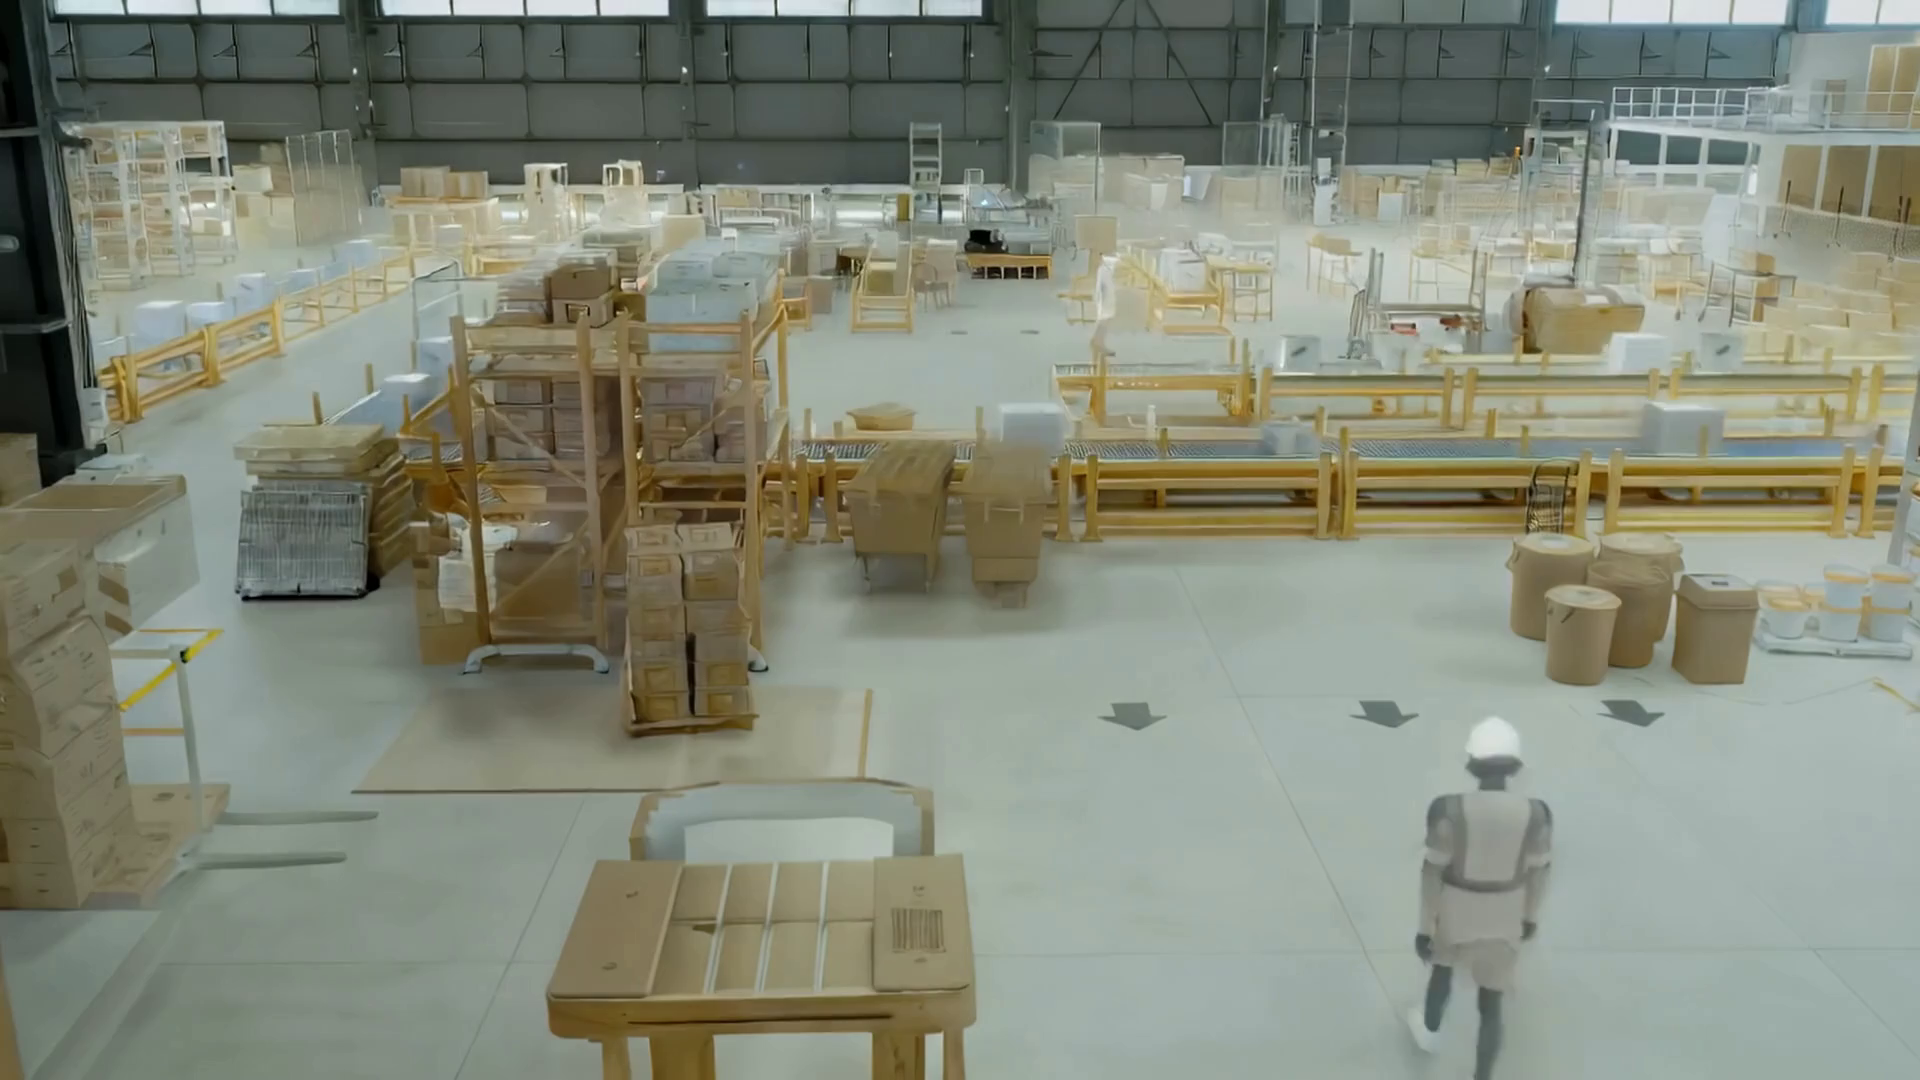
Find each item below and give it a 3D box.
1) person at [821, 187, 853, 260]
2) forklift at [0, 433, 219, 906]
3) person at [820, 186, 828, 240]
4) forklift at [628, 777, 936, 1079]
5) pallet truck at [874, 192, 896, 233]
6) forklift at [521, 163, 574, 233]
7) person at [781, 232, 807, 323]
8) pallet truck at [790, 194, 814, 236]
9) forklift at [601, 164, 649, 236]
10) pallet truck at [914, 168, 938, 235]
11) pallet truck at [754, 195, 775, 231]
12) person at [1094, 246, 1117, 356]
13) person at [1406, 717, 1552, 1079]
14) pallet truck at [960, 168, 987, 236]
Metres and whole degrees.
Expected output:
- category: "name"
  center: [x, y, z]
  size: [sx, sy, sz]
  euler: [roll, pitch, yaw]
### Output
- category: "person"
  center: [-3.236, -8.045, 42.622]
  size: [1.003, 2.008, 0.607]
  euler: [-3, 16, -9]
- category: "forklift"
  center: [-5.952, 0.780, 10.366]
  size: [1.873, 2.768, 1.129]
  euler: [0, 16, -1]
- category: "person"
  center: [-3.706, -8.866, 45.878]
  size: [0.313, 1.767, 0.534]
  euler: [-6, 17, -21]
- category: "forklift"
  center: [-0.542, 2.165, 5.552]
  size: [1.129, 2.768, 1.873]
  euler: [-1, 16, -2]
- category: "pallet truck"
  center: [-2.277, -9.986, 50.594]
  size: [0.653, 1.274, 1.630]
  euler: [0, 16, -1]
- category: "forklift"
  center: [-12.233, -10.122, 49.298]
  size: [1.157, 1.987, 2.680]
  euler: [0, 16, -1]
- category: "person"
  center: [-3.323, -5.080, 32.573]
  size: [0.791, 1.862, 0.673]
  euler: [-9, 18, -28]
- category: "pallet truck"
  center: [-4.814, -9.883, 50.259]
  size: [0.704, 1.261, 1.522]
  euler: [-1, 16, -3]
- category: "forklift"
  center: [-9.948, -10.127, 49.296]
  size: [1.157, 1.987, 2.680]
  euler: [-1, 16, -3]
- category: "pallet truck"
  center: [-0.989, -10.316, 50.507]
  size: [0.823, 1.965, 1.885]
  euler: [1, 16, 3]
- category: "pallet truck"
  center: [-6.051, -9.967, 50.660]
  size: [0.680, 1.201, 1.601]
  euler: [0, 16, -1]
- category: "person"
  center: [2.586, -4.251, 29.538]
  size: [0.378, 1.932, 0.551]
  euler: [1, 16, 3]
- category: "person"
  center: [2.573, 1.815, 8.322]
  size: [0.643, 2.001, 0.964]
  euler: [1, 16, 3]
- category: "pallet truck"
  center: [0.383, -10.230, 50.206]
  size: [0.823, 1.965, 1.885]
  euler: [-1, 16, -3]
